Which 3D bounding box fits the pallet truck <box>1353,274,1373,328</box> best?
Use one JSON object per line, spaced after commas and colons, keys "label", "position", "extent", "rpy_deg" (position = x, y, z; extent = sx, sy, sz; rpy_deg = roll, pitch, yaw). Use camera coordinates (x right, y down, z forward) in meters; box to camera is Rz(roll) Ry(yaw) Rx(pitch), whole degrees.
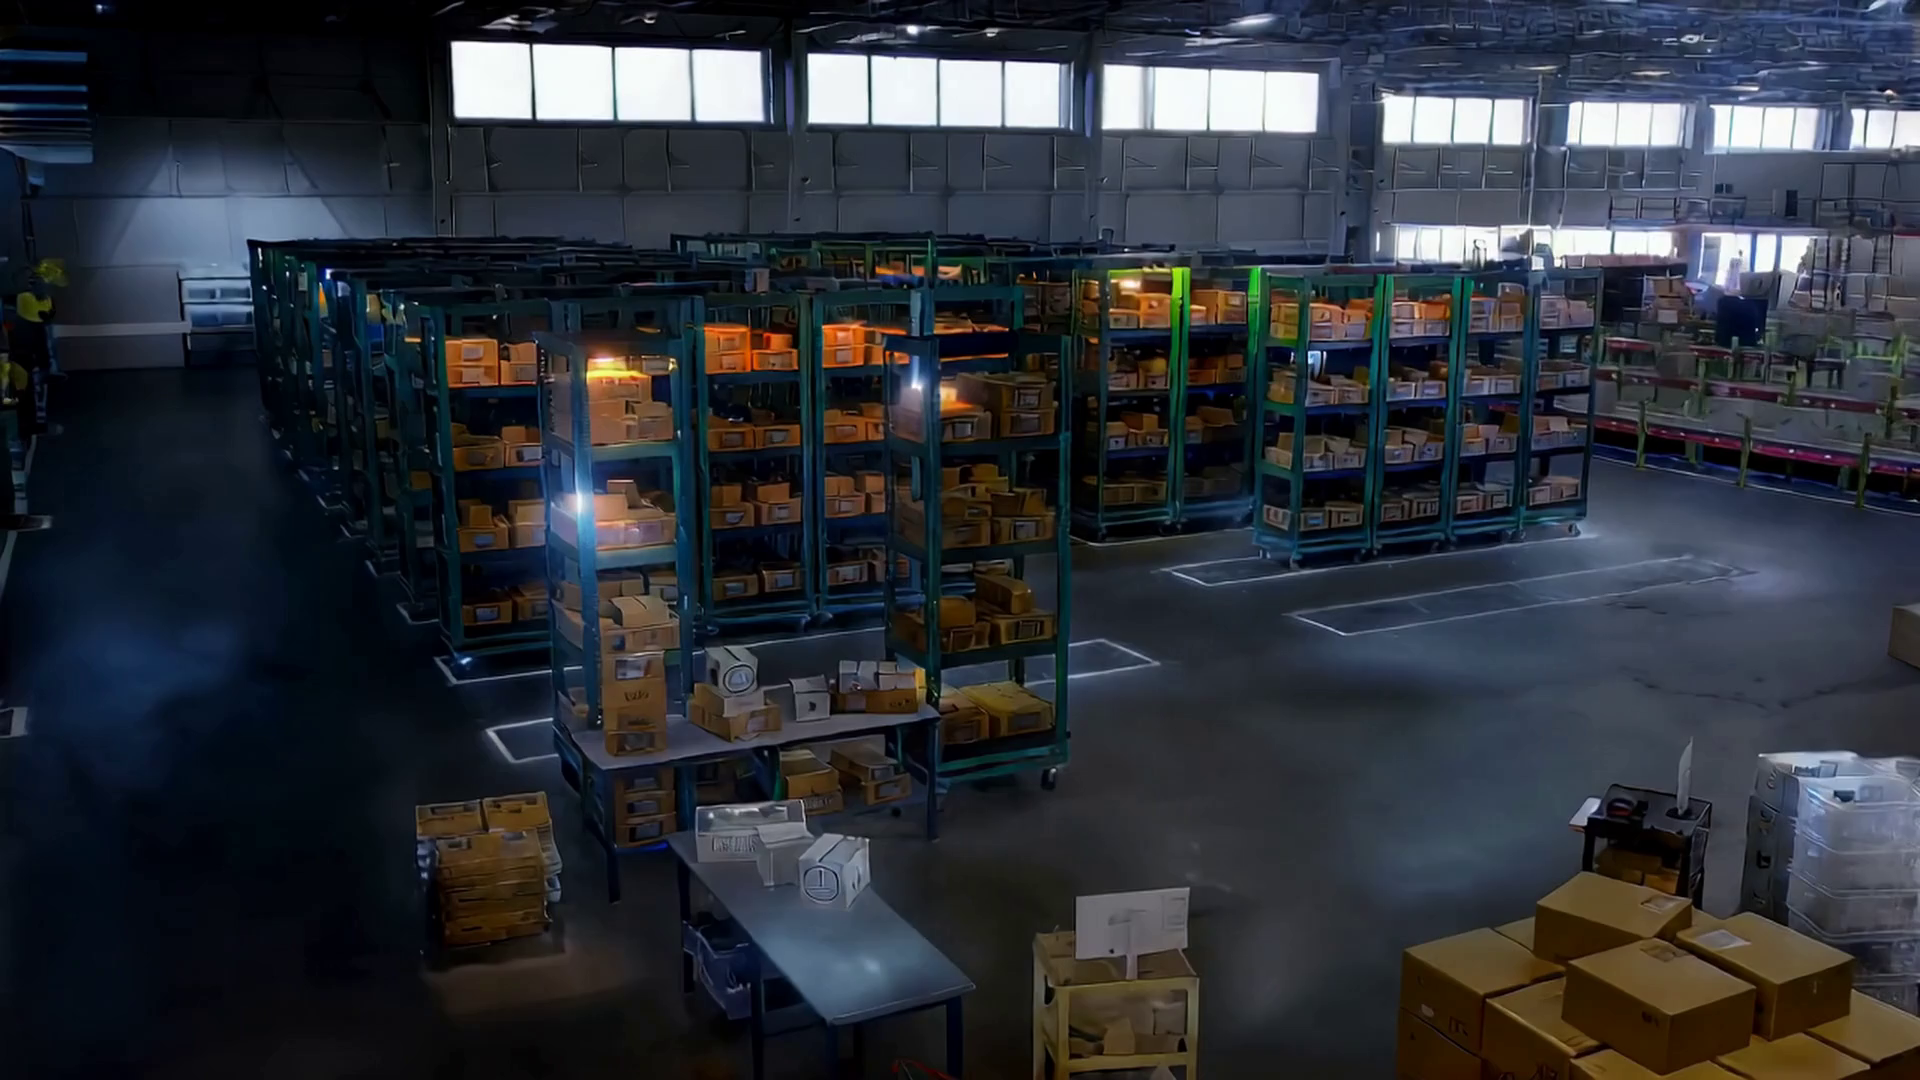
{"label": "pallet truck", "position": [13.011, -8.050, 55.243], "extent": [0.823, 1.965, 1.885], "rpy_deg": [-7, 14, -28]}

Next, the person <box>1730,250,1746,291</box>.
{"label": "person", "position": [34.733, -11.985, 74.020], "extent": [0.583, 1.836, 0.968], "rpy_deg": [-8, 14, -32]}

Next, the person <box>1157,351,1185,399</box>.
{"label": "person", "position": [4.652, -4.064, 36.815], "extent": [0.639, 1.909, 0.409], "rpy_deg": [-3, 12, -13]}
